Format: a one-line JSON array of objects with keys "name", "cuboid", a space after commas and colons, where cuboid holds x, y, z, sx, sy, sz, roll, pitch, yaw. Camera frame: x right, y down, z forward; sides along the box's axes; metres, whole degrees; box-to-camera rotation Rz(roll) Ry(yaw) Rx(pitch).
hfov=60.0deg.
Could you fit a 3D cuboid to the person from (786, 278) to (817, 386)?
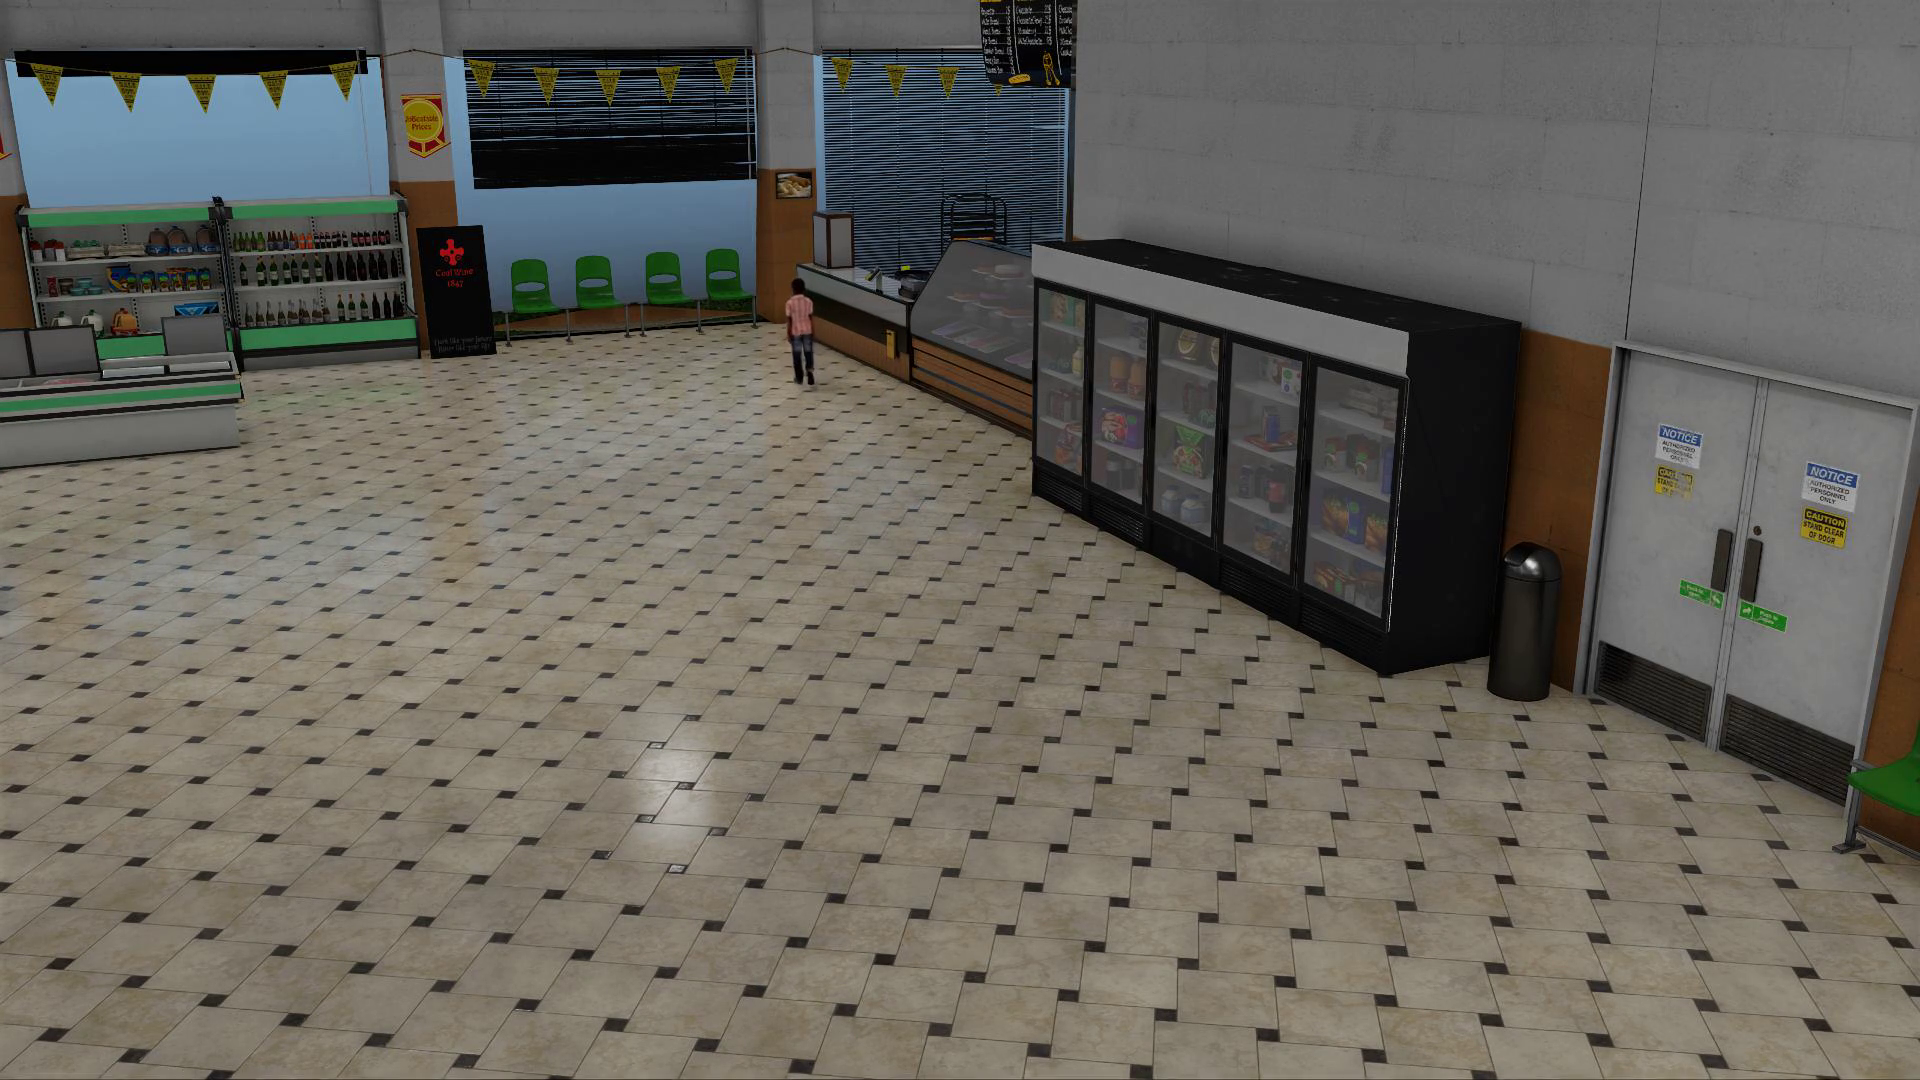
[{"name": "person", "cuboid": [-1.894, -2.492, 19.990, 0.722, 1.299, 0.628, -5, 18, -17]}]
